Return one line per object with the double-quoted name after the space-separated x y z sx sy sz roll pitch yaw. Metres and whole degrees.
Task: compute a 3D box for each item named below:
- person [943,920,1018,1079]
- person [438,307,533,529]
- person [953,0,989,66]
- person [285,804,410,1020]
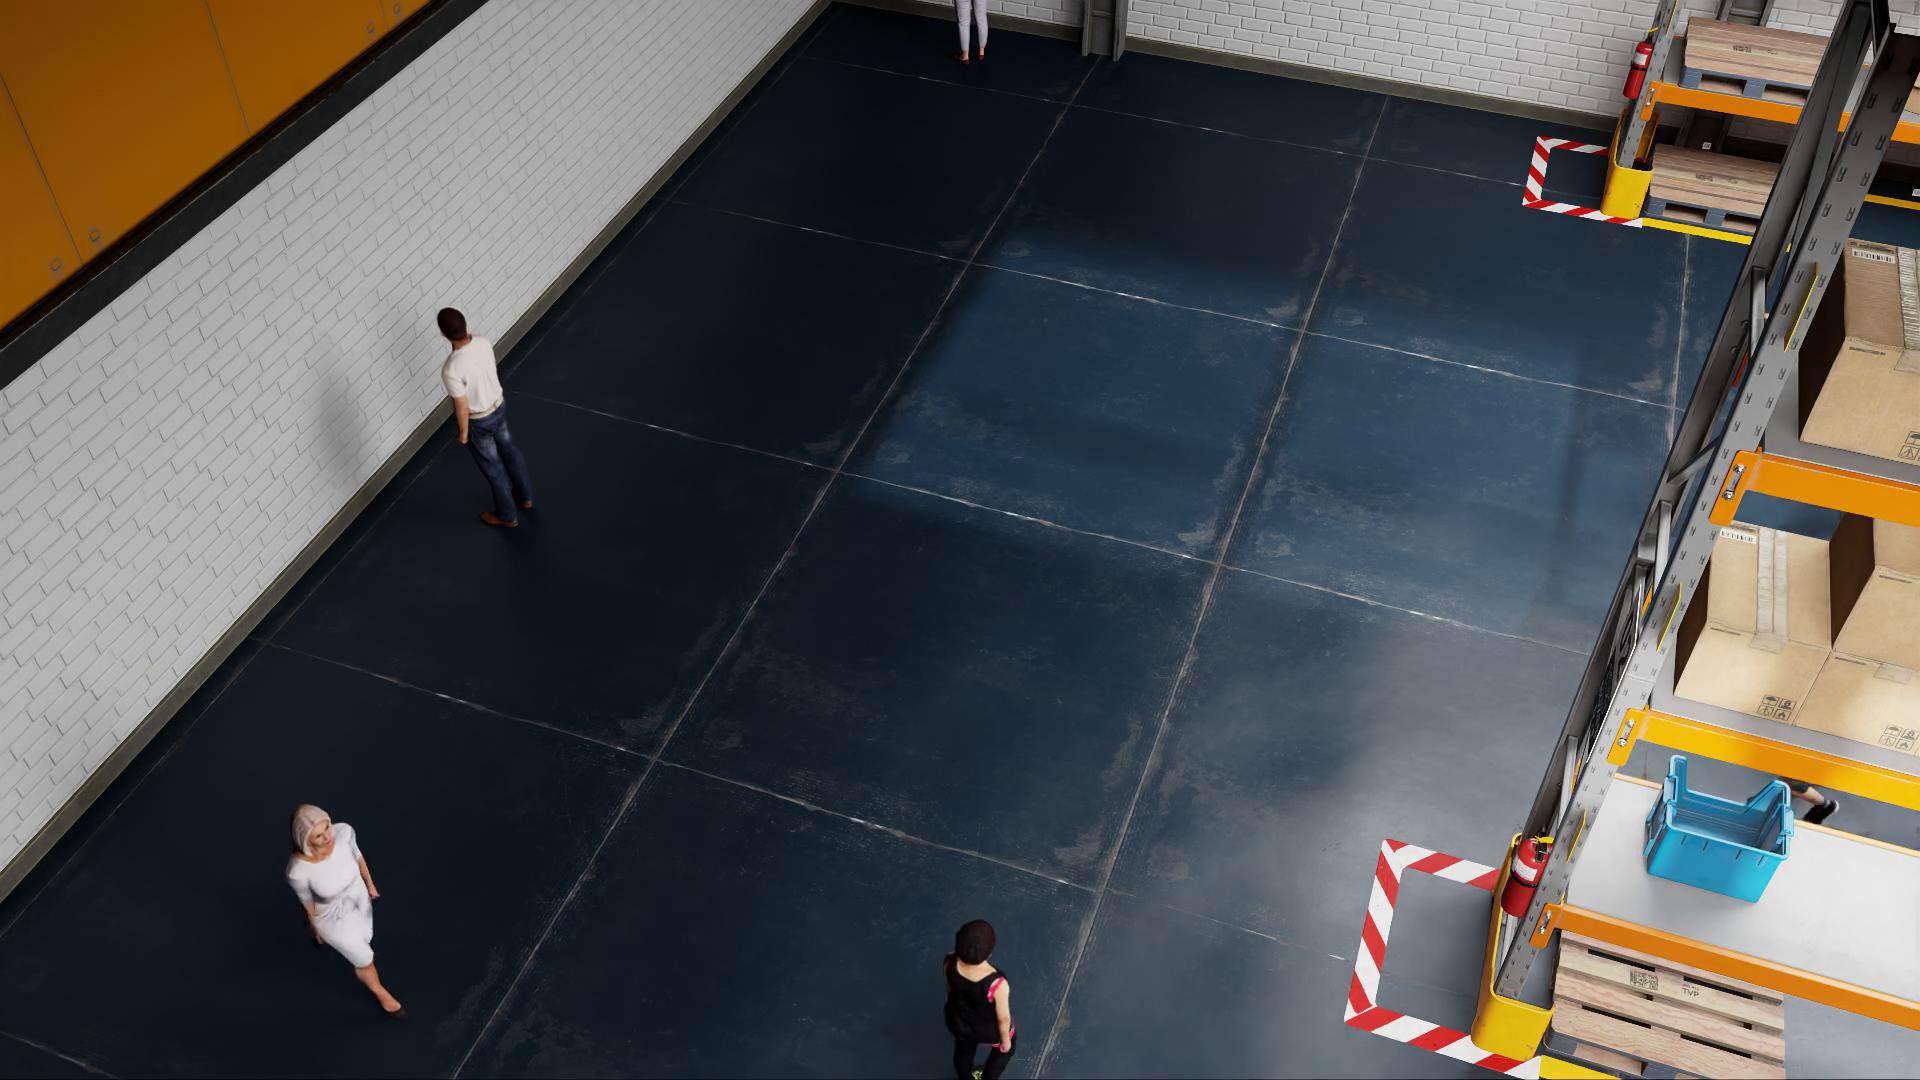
0.054 2.489 8.480 0.582 1.545 0.676 24 49 23 "person"
-3.367 -0.871 11.784 0.573 1.851 0.661 17 46 17 "person"
0.095 -5.650 16.979 0.671 1.606 0.727 -19 47 -18 "person"
-3.391 1.942 8.925 1.009 1.723 0.675 21 48 21 "person"
